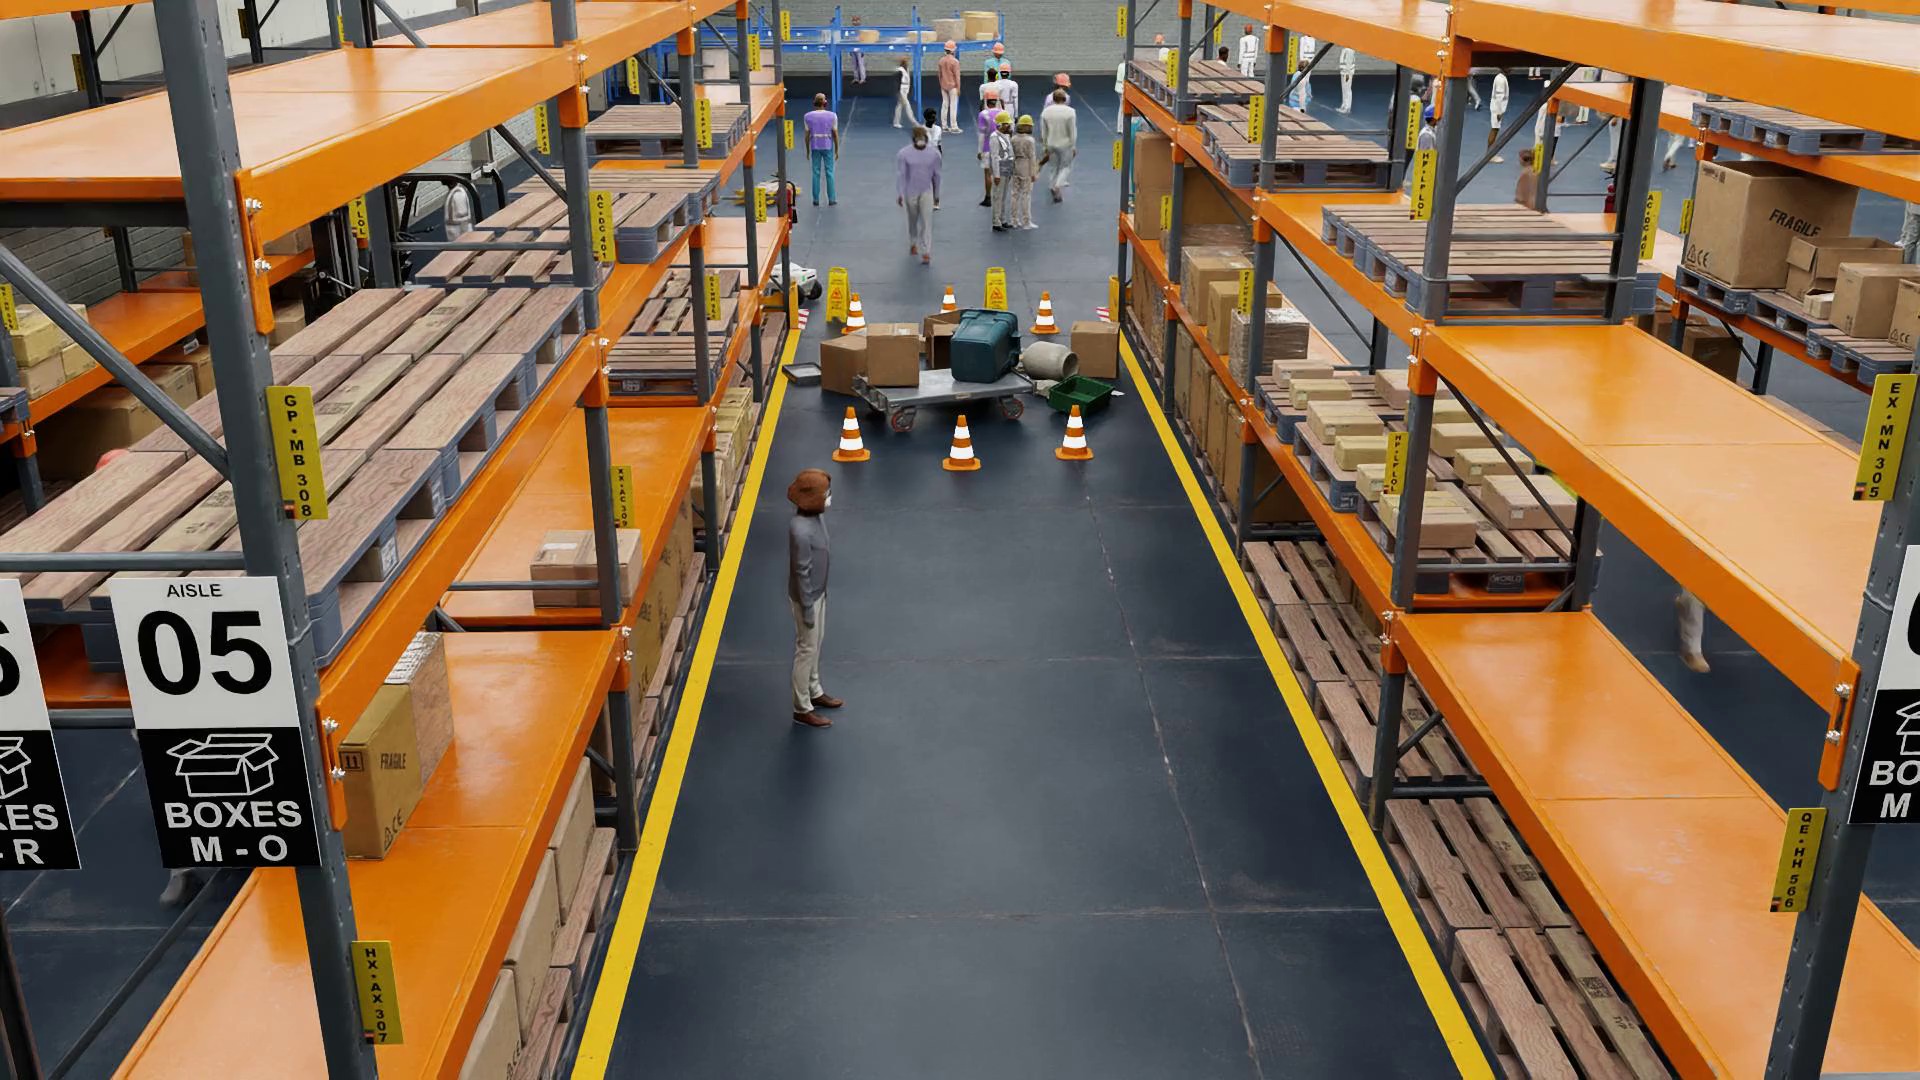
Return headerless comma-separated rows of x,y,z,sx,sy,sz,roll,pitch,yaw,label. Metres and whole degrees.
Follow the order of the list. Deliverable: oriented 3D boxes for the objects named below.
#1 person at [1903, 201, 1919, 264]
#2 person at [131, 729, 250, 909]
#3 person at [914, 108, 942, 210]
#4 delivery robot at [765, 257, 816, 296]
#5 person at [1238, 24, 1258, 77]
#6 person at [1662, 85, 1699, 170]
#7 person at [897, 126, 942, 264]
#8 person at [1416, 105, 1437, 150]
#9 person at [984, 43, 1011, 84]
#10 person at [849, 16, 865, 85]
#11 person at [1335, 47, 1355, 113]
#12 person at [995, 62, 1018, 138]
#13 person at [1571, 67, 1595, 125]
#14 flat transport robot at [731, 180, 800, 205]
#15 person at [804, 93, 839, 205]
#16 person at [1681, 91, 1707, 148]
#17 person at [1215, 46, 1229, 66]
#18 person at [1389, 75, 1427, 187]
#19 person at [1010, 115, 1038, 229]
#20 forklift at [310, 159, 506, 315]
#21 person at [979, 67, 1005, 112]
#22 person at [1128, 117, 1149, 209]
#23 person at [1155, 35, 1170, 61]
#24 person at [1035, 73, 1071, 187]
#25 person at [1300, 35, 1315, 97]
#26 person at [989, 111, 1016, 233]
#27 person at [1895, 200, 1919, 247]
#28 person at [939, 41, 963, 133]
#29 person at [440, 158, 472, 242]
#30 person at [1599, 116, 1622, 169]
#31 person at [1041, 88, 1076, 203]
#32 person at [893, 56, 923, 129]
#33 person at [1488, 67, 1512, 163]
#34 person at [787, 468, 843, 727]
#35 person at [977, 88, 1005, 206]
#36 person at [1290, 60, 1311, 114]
12.783,-4.336,21.959,0.403,1.937,0.604,-4,21,-10,person
-3.764,0.881,8.243,0.393,1.896,0.724,13,25,32,person
-0.522,-6.273,27.437,0.532,1.686,0.333,-13,24,-31,person
-2.190,-3.346,21.134,0.707,0.478,0.477,10,23,26,delivery robot
7.636,-12.725,44.208,0.575,1.885,0.355,-11,23,-27,person
13.651,-7.988,31.671,0.793,1.917,0.635,-18,27,-40,person
-0.575,-4.923,23.593,0.635,1.897,1.020,0,21,-1,person
7.129,-5.654,25.422,0.375,1.950,0.614,7,22,19,person
0.825,-9.943,36.708,0.608,1.989,0.387,-4,21,-12,person
-2.954,-14.019,47.611,0.402,1.899,0.644,-18,27,-39,person
9.475,-11.487,40.867,0.427,1.938,0.604,0,21,-1,person
0.875,-8.379,32.662,0.544,1.929,0.387,5,21,14,person
14.521,-10.486,38.655,0.509,1.621,0.279,-14,25,-33,person
-3.336,-5.990,28.648,0.652,0.197,1.431,7,22,17,flat transport robot
-2.321,-6.554,27.942,0.565,1.850,0.390,0,21,-1,person
15.292,-9.080,34.761,0.542,1.748,0.382,7,22,18,person
5.723,-9.925,36.779,0.407,1.908,0.597,-5,21,-13,person
8.002,-7.413,29.947,0.536,2.000,0.900,-10,23,-25,person
0.994,-5.738,25.942,0.487,1.737,0.321,18,27,39,person
-5.622,-2.910,17.832,2.313,2.155,1.214,-1,21,-1,forklift
0.630,-8.240,32.370,0.513,1.872,0.328,3,21,7,person
2.952,-6.451,27.697,0.341,1.838,0.501,-11,23,-26,person
5.066,-11.980,42.418,0.564,1.751,0.342,12,24,29,person
1.634,-7.407,29.999,0.878,2.010,0.626,16,26,36,person
9.211,-12.696,44.131,0.573,1.883,0.353,-19,28,-41,person
0.655,-5.687,25.676,0.404,1.833,0.592,7,22,17,person
14.152,-5.185,24.493,0.486,1.735,0.321,1,21,3,person
-0.214,-10.104,37.122,0.612,1.997,0.375,18,27,40,person
-6.085,-3.637,20.112,0.373,1.934,0.552,-9,22,-22,person
12.697,-8.226,32.096,0.535,2.000,0.687,13,24,30,person
1.653,-6.631,28.038,0.640,1.925,0.497,11,23,26,person
-1.180,-10.165,37.814,0.810,1.597,0.545,5,21,14,person
10.628,-8.469,32.733,0.390,2.045,0.607,6,22,16,person
-0.891,0.340,10.036,0.291,1.625,0.506,2,21,5,person
0.530,-6.591,27.923,0.551,1.932,0.378,-11,23,-26,person
7.034,-8.980,34.389,0.431,1.835,0.622,0,21,-1,person
